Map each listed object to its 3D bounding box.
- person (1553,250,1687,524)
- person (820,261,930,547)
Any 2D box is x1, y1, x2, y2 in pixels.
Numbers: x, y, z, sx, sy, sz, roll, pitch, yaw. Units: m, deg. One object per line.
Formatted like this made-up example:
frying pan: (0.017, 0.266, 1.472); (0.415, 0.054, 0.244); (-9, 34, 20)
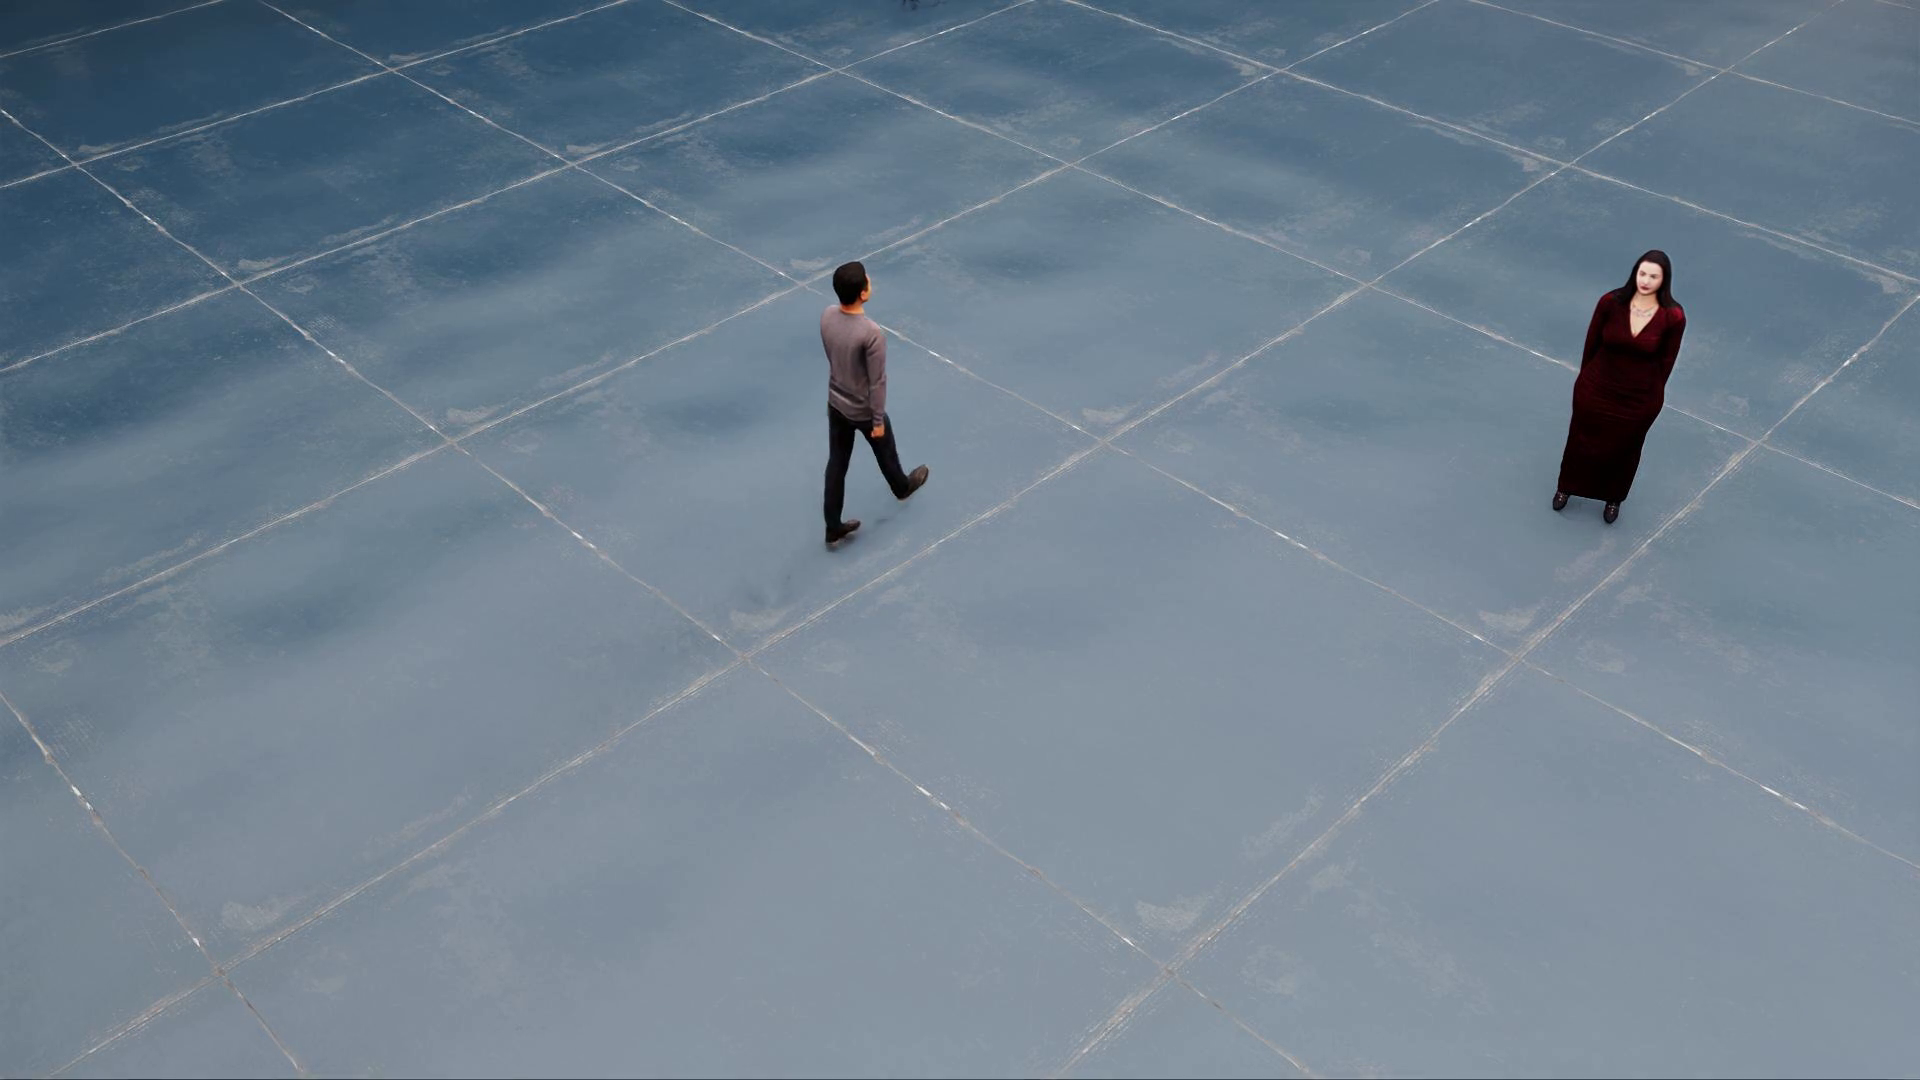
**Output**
person: (3.845, -0.894, 9.690); (0.735, 1.758, 0.712); (16, 40, 20)
person: (-0.667, -0.730, 9.493); (0.736, 1.735, 1.077); (28, 45, 32)
